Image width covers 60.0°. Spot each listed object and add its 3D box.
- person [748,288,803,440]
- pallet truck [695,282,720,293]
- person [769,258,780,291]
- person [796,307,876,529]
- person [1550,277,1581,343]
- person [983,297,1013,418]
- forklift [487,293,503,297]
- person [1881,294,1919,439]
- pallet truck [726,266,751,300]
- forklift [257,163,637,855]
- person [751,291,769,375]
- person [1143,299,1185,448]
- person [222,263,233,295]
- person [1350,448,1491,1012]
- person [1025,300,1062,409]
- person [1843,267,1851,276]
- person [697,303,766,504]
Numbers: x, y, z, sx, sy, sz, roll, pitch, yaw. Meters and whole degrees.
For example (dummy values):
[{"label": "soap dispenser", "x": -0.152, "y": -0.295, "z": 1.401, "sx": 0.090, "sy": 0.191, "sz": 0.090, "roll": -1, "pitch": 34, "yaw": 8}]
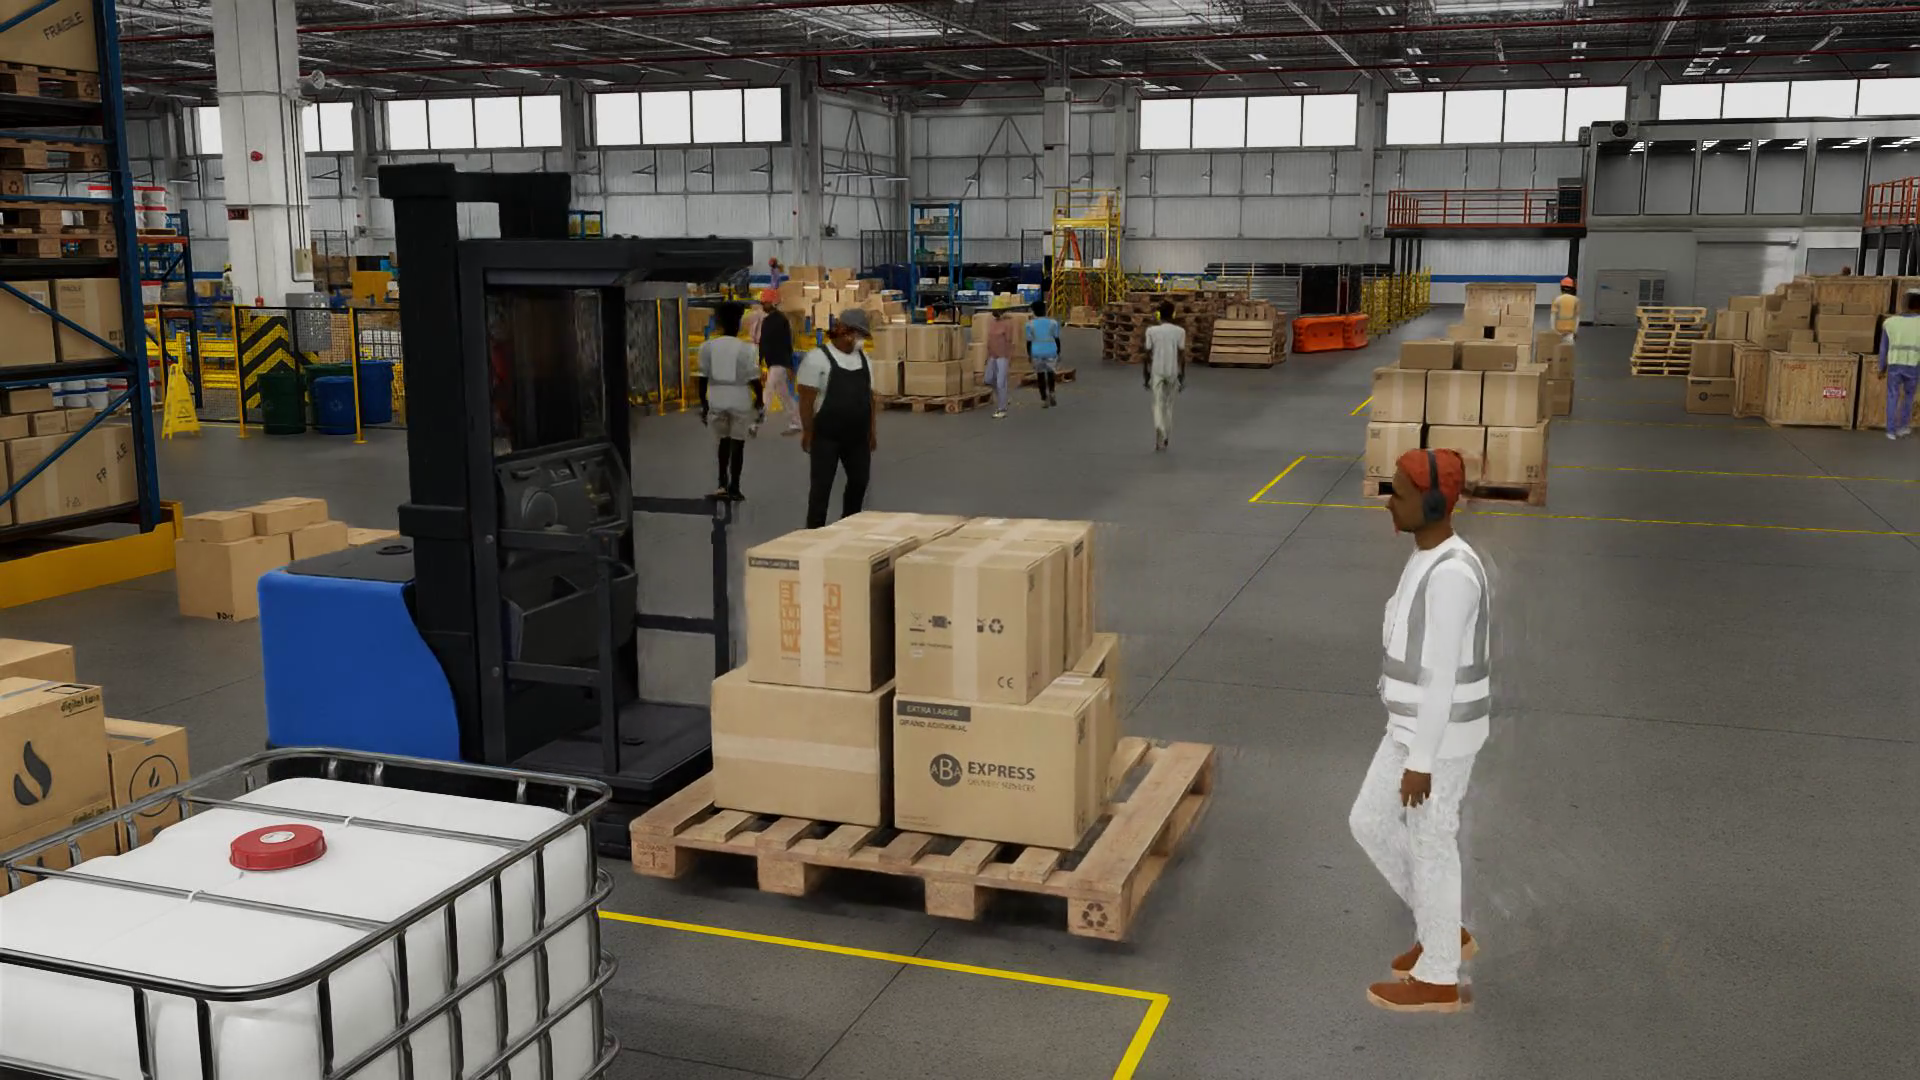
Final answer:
[{"label": "person", "x": -2.462, "y": -2.267, "z": 21.472, "sx": 1.009, "sy": 1.937, "sz": 0.651, "roll": -6, "pitch": 12, "yaw": -29}, {"label": "pallet truck", "x": -9.165, "y": -9.627, "z": 62.776, "sx": 0.823, "sy": 1.965, "sz": 1.885, "roll": 4, "pitch": 11, "yaw": 23}, {"label": "person", "x": -6.728, "y": -9.181, "z": 60.170, "sx": 0.424, "sy": 2.028, "sz": 0.642, "roll": -5, "pitch": 11, "yaw": -27}, {"label": "person", "x": -1.008, "y": -0.918, "z": 13.607, "sx": 0.752, "sy": 2.000, "sz": 0.597, "roll": -9, "pitch": 13, "yaw": -41}, {"label": "person", "x": 11.117, "y": -3.879, "z": 30.680, "sx": 0.564, "sy": 1.892, "sz": 0.943, "roll": 1, "pitch": 10, "yaw": 4}, {"label": "person", "x": 0.562, "y": -2.645, "z": 24.119, "sx": 0.383, "sy": 1.749, "sz": 0.552, "roll": -8, "pitch": 13, "yaw": -40}, {"label": "forklift", "x": -17.990, "y": -10.121, "z": 64.684, "sx": 1.157, "sy": 1.987, "sz": 2.680, "roll": 3, "pitch": 11, "yaw": 17}, {"label": "person", "x": 12.297, "y": -2.253, "z": 21.626, "sx": 0.586, "sy": 1.867, "sz": 0.819, "roll": 6, "pitch": 12, "yaw": 32}, {"label": "pallet truck", "x": -7.986, "y": -9.493, "z": 62.019, "sx": 0.823, "sy": 1.965, "sz": 1.885, "roll": 3, "pitch": 11, "yaw": 17}, {"label": "forklift", "x": -2.052, "y": -0.220, "z": 7.311, "sx": 1.873, "sy": 2.768, "sz": 1.129, "roll": 3, "pitch": 11, "yaw": 19}, {"label": "person", "x": -3.409, "y": -3.429, "z": 28.636, "sx": 0.905, "sy": 1.724, "sz": 0.533, "roll": 5, "pitch": 11, "yaw": 28}, {"label": "person", "x": 2.520, "y": -2.032, "z": 20.443, "sx": 0.523, "sy": 1.848, "sz": 0.740, "roll": 0, "pitch": 10, "yaw": 0}, {"label": "person", "x": -26.537, "y": -9.117, "z": 60.369, "sx": 0.403, "sy": 1.833, "sz": 0.590, "roll": 3, "pitch": 11, "yaw": 18}, {"label": "person", "x": 1.487, "y": 0.632, "z": 5.374, "sx": 0.412, "sy": 1.870, "sz": 0.578, "roll": 1, "pitch": 10, "yaw": 4}, {"label": "person", "x": 1.271, "y": -2.850, "z": 25.529, "sx": 0.570, "sy": 1.664, "sz": 0.411, "roll": -1, "pitch": 10, "yaw": -5}, {"label": "person", "x": 25.137, "y": -6.802, "z": 47.200, "sx": 0.501, "sy": 1.871, "sz": 0.625, "roll": -1, "pitch": 10, "yaw": -7}, {"label": "person", "x": -2.207, "y": -1.320, "z": 16.134, "sx": 0.636, "sy": 1.945, "sz": 0.490, "roll": 2, "pitch": 10, "yaw": 13}]
